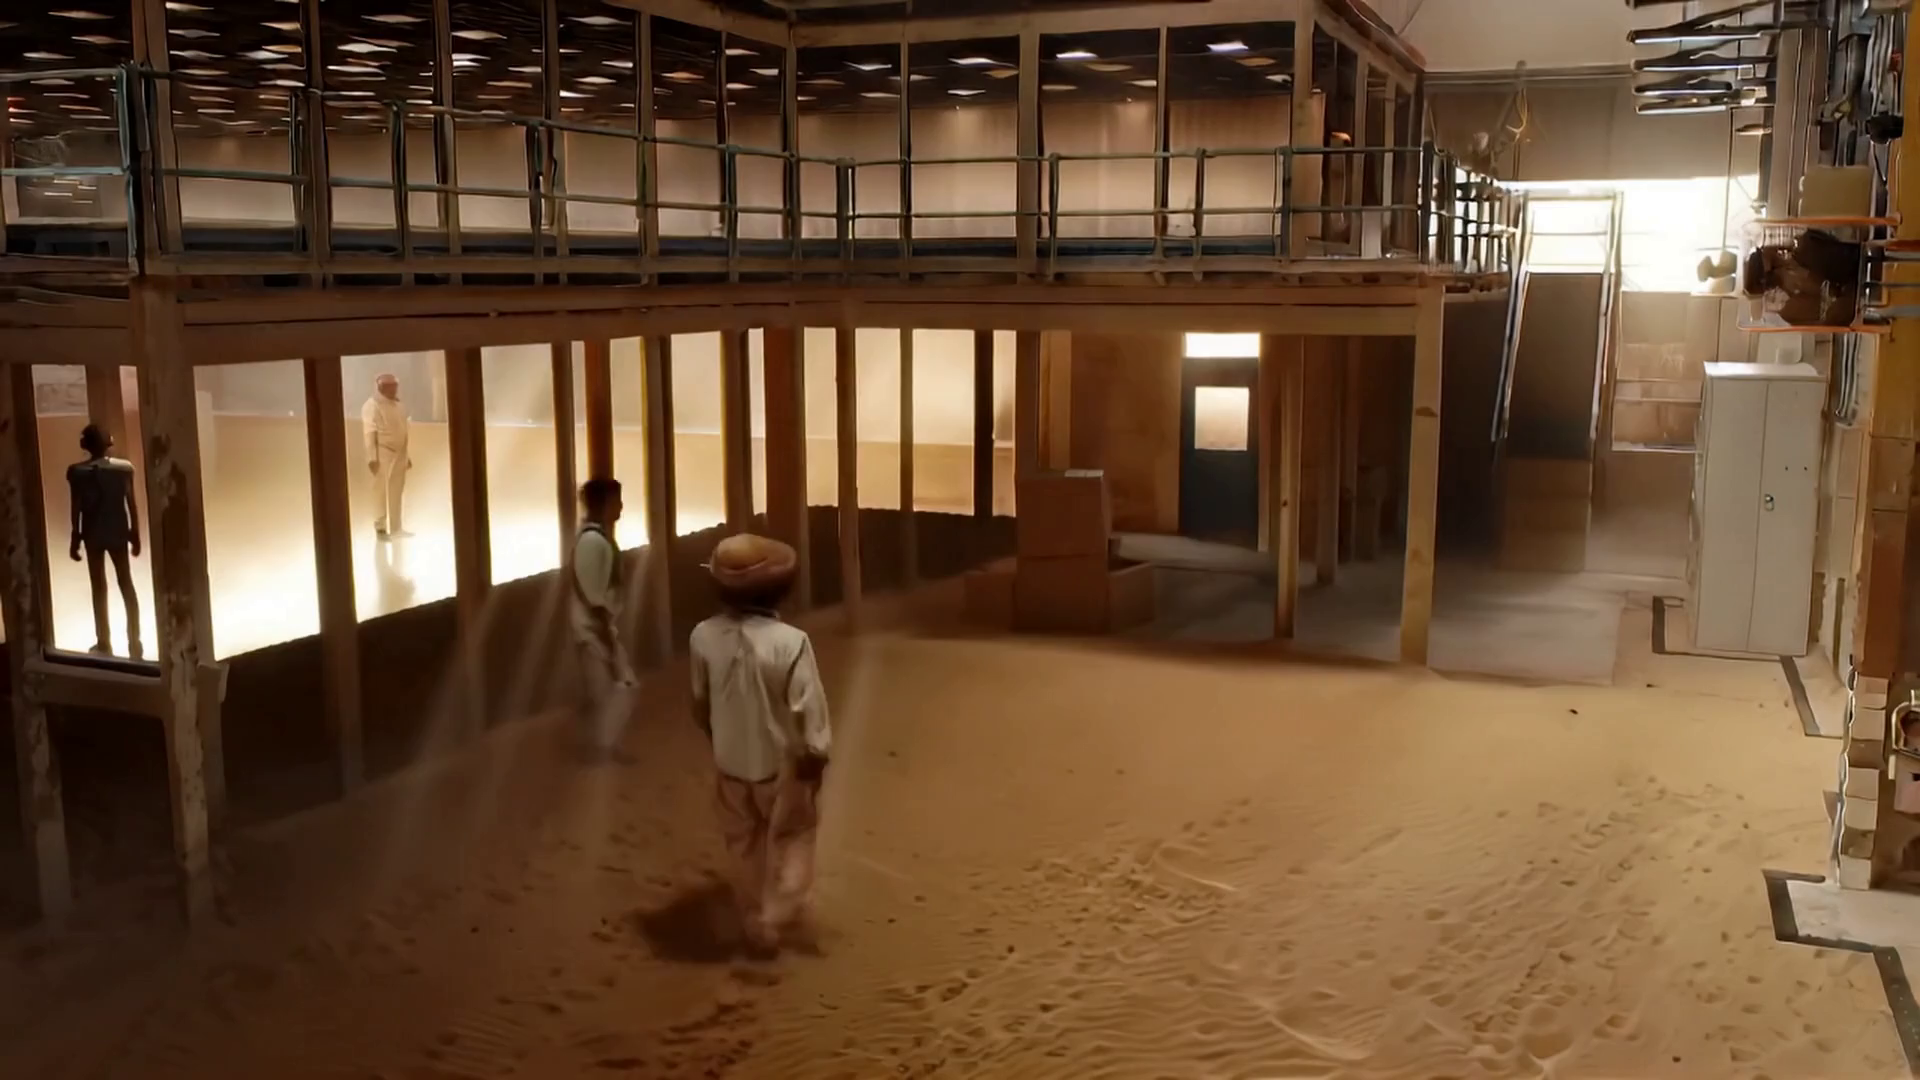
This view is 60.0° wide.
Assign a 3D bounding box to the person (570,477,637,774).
[{"bbox_3d":[-2.142,0.522,10.081,0.426,1.826,0.535,-3,10,-19],"label":"person"}]
